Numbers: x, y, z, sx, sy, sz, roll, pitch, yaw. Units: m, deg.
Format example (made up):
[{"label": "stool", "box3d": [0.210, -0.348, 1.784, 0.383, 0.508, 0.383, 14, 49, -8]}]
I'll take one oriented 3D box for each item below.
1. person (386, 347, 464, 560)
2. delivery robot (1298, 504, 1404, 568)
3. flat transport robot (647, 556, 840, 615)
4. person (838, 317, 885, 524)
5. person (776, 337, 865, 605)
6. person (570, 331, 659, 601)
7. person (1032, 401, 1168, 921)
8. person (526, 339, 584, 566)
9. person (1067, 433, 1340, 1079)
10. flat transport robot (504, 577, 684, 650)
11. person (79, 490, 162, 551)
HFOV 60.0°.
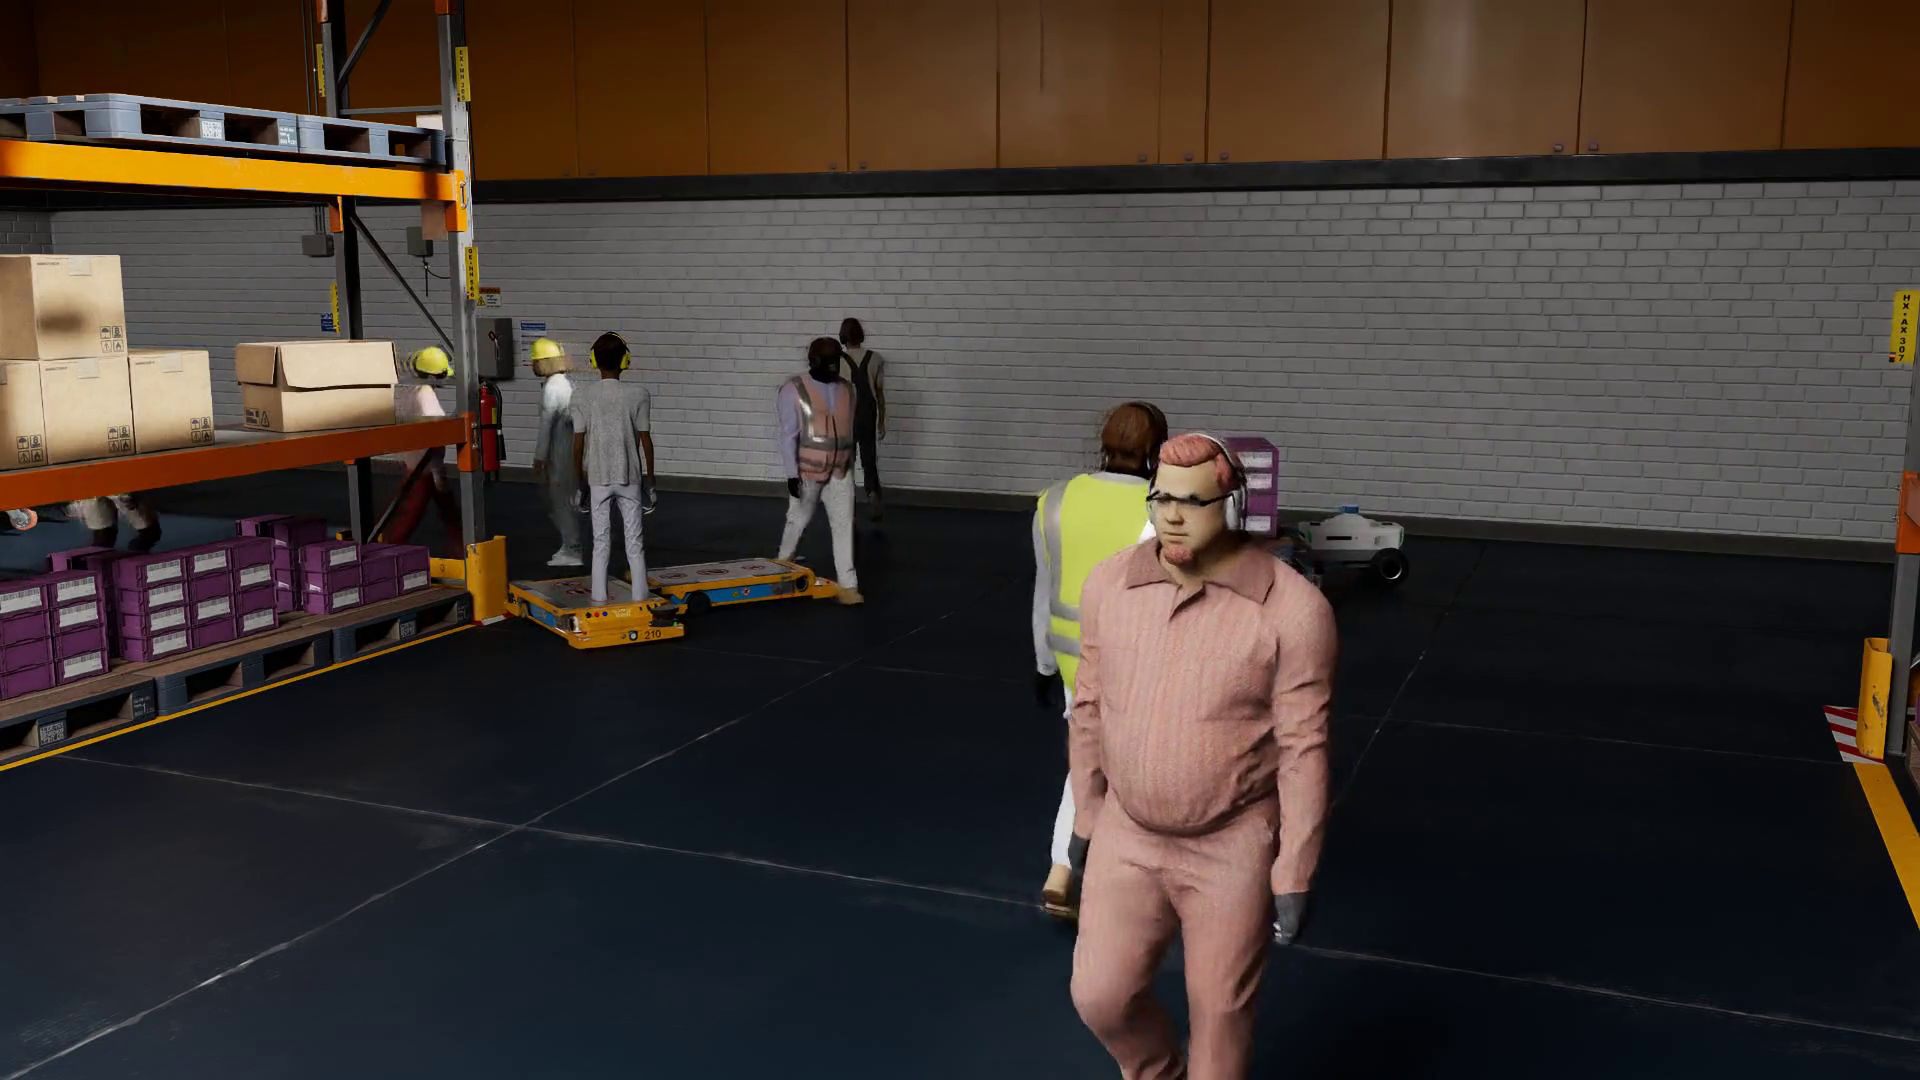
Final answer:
[{"label": "person", "box3d": [-3.782, -0.518, 11.814, 0.892, 1.701, 0.560, -3, 10, -16]}, {"label": "delivery robot", "box3d": [2.797, -0.011, 11.918, 0.707, 0.478, 0.477, 0, 9, -1]}, {"label": "flat transport robot", "box3d": [-1.588, 0.298, 11.186, 1.431, 0.197, 0.652, -6, 11, -32]}, {"label": "person", "box3d": [-0.886, -1.016, 14.452, 0.528, 1.825, 0.590, -3, 10, -17]}, {"label": "person", "box3d": [-0.969, -0.485, 11.312, 0.625, 1.807, 0.937, -6, 11, -32]}, {"label": "person", "box3d": [-2.107, -0.334, 10.184, 0.510, 1.872, 0.328, -1, 9, -7]}, {"label": "person", "box3d": [0.542, 0.450, 5.555, 0.655, 1.830, 0.438, 6, 11, 34]}, {"label": "person", "box3d": [-3.047, -0.654, 12.557, 0.405, 1.718, 0.500, -1, 9, -5]}, {"label": "person", "box3d": [0.525, 0.696, 3.859, 0.676, 1.892, 0.432, 5, 11, 29]}, {"label": "flat transport robot", "box3d": [-2.317, 0.425, 10.415, 0.652, 0.197, 1.431, -6, 11, -32]}, {"label": "person", "box3d": [-5.261, -0.402, 10.310, 0.619, 1.954, 0.420, 4, 10, 25]}]
